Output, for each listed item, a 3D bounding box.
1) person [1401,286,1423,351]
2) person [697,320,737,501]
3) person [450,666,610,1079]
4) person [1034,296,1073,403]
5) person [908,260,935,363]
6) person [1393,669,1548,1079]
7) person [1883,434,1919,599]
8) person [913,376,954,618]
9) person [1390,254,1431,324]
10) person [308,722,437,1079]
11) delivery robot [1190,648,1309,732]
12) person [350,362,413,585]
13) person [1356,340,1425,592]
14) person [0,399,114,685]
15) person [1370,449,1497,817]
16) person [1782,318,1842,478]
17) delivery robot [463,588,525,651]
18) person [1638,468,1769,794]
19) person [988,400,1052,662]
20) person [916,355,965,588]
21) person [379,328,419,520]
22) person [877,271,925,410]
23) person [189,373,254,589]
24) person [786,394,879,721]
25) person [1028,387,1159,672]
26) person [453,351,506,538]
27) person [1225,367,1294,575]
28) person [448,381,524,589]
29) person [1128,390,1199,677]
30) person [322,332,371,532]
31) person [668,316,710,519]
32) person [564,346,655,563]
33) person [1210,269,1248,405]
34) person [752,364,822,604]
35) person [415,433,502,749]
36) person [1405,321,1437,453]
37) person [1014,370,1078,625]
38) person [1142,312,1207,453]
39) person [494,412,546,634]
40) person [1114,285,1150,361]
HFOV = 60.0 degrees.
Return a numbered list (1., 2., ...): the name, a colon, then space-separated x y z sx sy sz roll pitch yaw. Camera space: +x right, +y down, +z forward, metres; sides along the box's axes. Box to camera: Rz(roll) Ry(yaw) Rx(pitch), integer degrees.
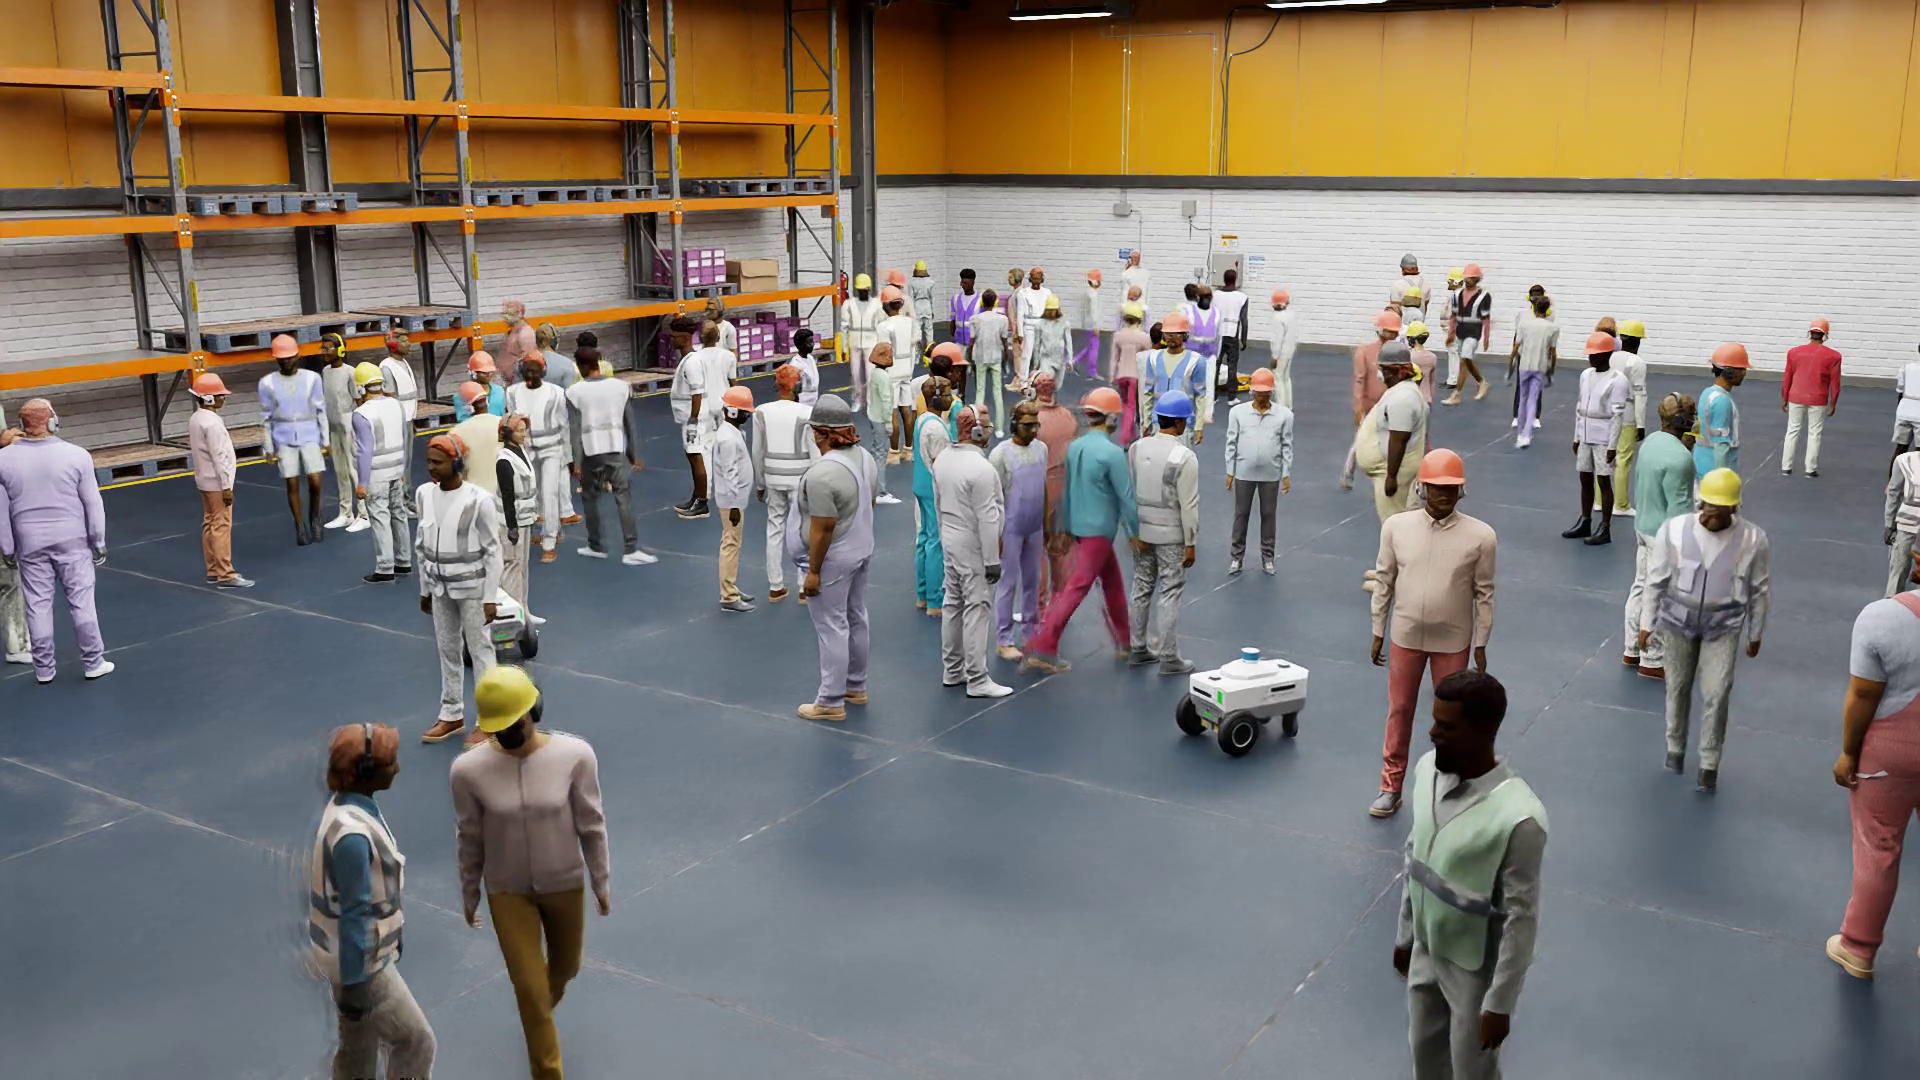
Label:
1. person: 6.127 -2.579 22.660 0.305 1.736 0.484 -9 16 -34
2. person: -2.513 -1.310 16.919 0.506 1.847 0.346 -4 14 -18
3. person: -1.576 1.239 6.151 0.535 1.722 0.758 -4 14 -16
4. person: 1.197 -2.329 21.637 0.486 1.703 0.881 -3 13 -11
5. person: -0.657 -3.872 28.249 0.487 1.746 0.289 -4 14 -16
6. person: 1.603 1.332 5.317 0.394 1.921 0.593 -5 14 -19
7. person: 6.924 -0.063 11.959 0.514 1.641 0.309 6 14 24
8. person: -0.181 -0.330 12.666 0.346 1.846 0.506 -4 14 -17
9. person: 6.692 -3.280 25.034 0.678 2.000 0.536 -6 14 -24
10. person: -1.957 1.401 5.629 0.513 1.619 0.525 -5 14 -21
11. delivery robot: 1.740 0.891 9.990 0.707 0.478 0.477 -7 15 -27
12. person: -4.767 -0.544 13.640 0.403 1.823 0.599 4 14 16
13. person: 3.467 -0.609 13.446 0.535 2.000 0.690 4 14 18
14. person: -6.023 0.010 11.061 0.651 1.904 0.403 -4 13 -16
15. person: 2.459 0.505 8.707 0.622 1.996 0.371 6 14 24
16. person: 9.309 -1.553 18.208 0.573 1.739 0.355 9 16 34
17. delivery robot: -3.325 0.497 11.699 0.477 0.478 0.707 -8 15 -31
18. person: 4.098 0.490 9.206 0.623 1.804 0.720 7 15 28
19. person: 0.423 -0.064 11.550 0.517 1.835 0.361 -10 17 -38
20. person: -0.143 -0.568 13.535 0.392 1.922 0.591 -9 16 -35
21. person: -5.429 -1.127 16.114 0.390 1.850 0.565 -1 13 -4
22. person: -0.890 -2.768 23.062 0.632 1.931 1.062 -10 16 -37
23. person: -6.034 -0.482 13.524 0.326 1.752 0.563 -11 17 -39
24. person: -0.821 0.098 10.380 0.538 2.000 0.684 5 14 22
25. person: 0.907 -0.069 11.359 1.065 1.943 0.623 -5 14 -20
26. person: -4.293 -0.838 15.069 0.339 1.752 0.564 9 16 33
27. person: 2.495 -0.573 13.924 0.559 1.750 0.329 2 13 8
28. person: -3.739 -0.409 13.286 0.612 1.722 0.451 -1 13 -6
29. person: 1.383 -0.046 11.233 0.415 1.941 0.607 -10 17 -38
30. person: -5.774 -1.011 15.556 0.523 1.874 0.317 8 15 32
31. person: -2.623 -1.190 16.131 0.362 1.963 0.613 -3 13 -13
32. person: -3.049 -0.727 14.362 0.650 1.873 0.710 -7 15 -26
33. person: 3.767 -2.870 23.552 0.590 1.909 0.404 5 14 22
34. person: -1.340 -0.434 13.029 0.576 1.885 0.354 4 14 18
35. person: -2.970 0.302 9.842 0.575 1.882 0.360 6 14 24
36. person: 4.834 -1.449 17.715 0.518 1.756 0.342 -8 15 -31
37. person: 0.596 -0.322 12.497 0.402 1.906 0.652 11 17 40
38. person: 1.993 -1.115 15.627 0.615 2.046 0.375 7 15 29
39. person: -3.256 -0.124 12.229 0.305 1.637 0.522 -1 13 -3
40. person: 2.528 -2.931 24.451 0.523 1.623 0.436 2 13 8
